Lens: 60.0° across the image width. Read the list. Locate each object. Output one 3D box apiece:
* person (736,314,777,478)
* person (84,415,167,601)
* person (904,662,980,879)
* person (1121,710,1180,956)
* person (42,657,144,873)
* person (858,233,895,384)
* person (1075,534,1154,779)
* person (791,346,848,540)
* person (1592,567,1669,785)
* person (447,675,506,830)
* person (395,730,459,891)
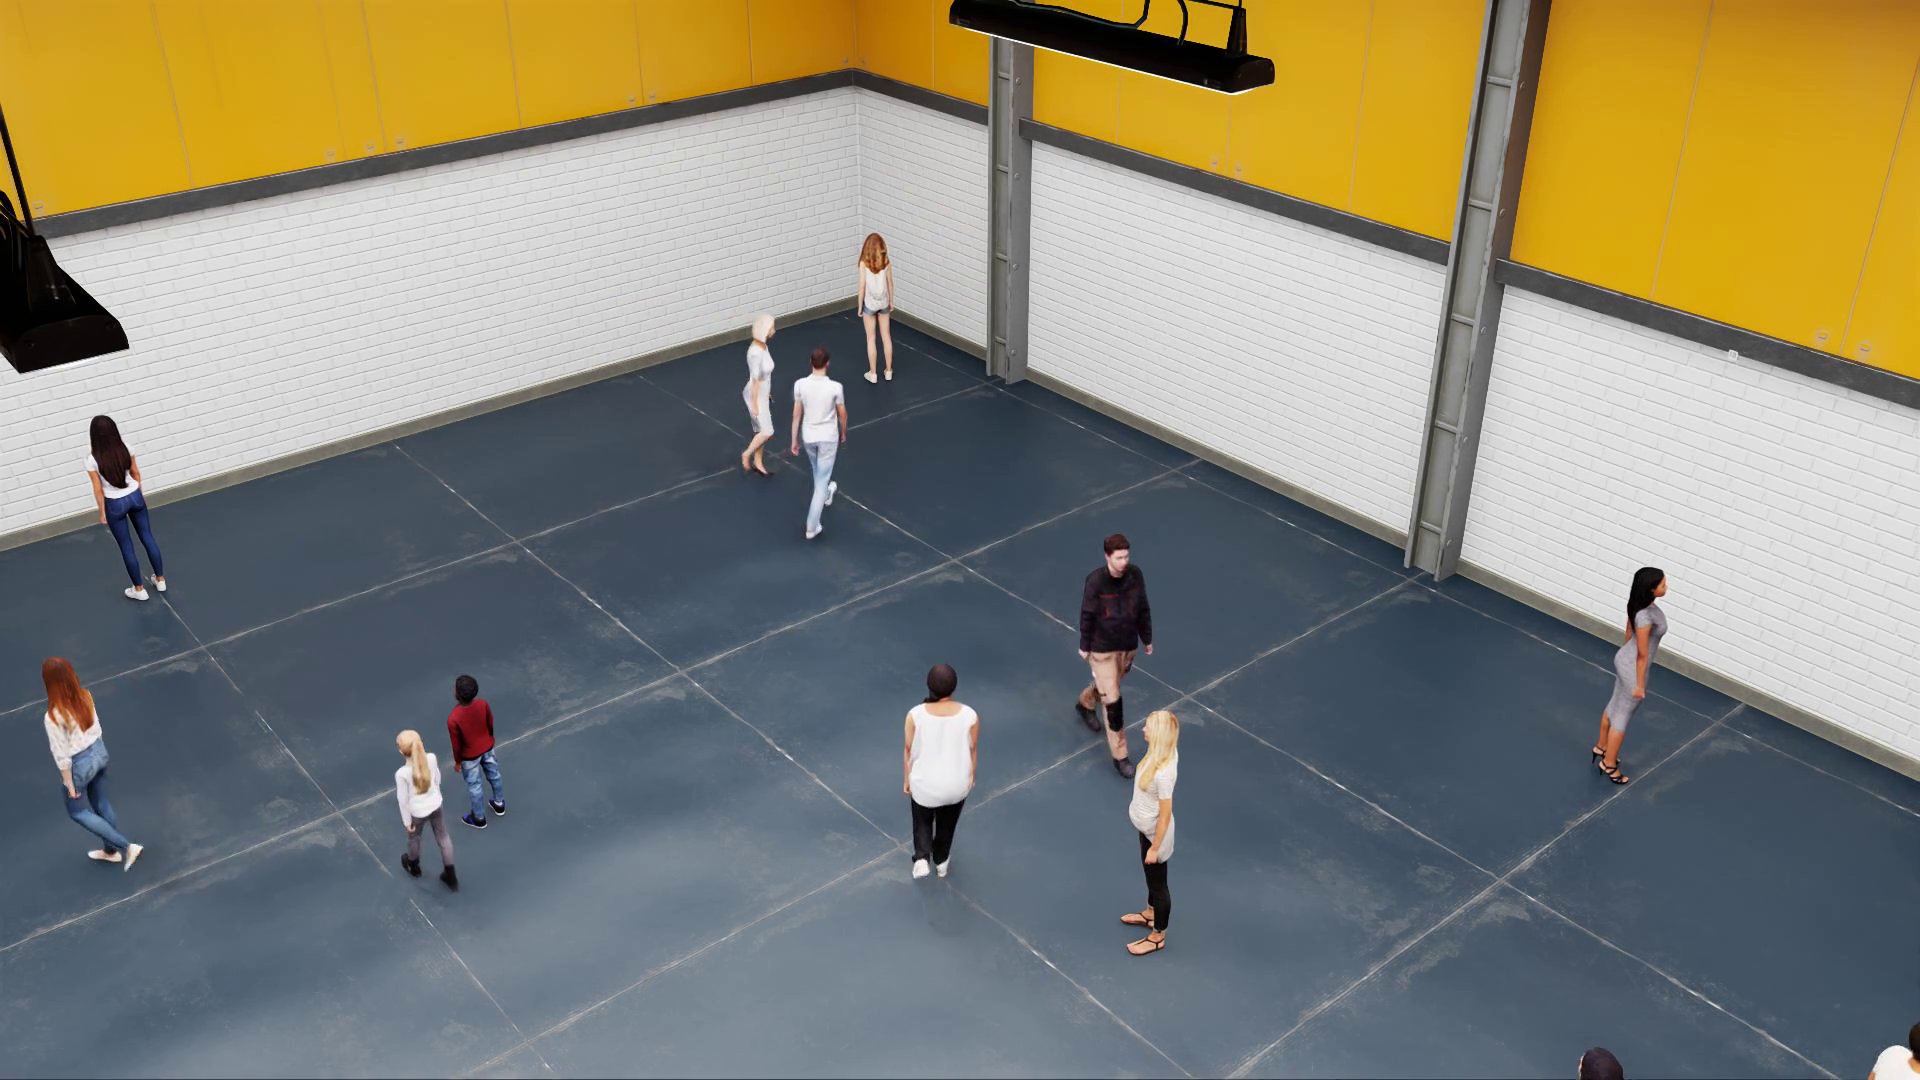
[{"bbox_3d":[-2.126,-1.439,16.906,0.867,1.719,0.805,4,29,8],"label":"person"},{"bbox_3d":[-7.406,-0.297,14.755,0.583,1.775,0.628,21,35,33],"label":"person"},{"bbox_3d":[-0.129,1.639,11.314,0.858,1.671,0.917,0,29,0],"label":"person"},{"bbox_3d":[1.269,1.867,10.733,0.736,1.827,0.654,-1,29,-1],"label":"person"},{"bbox_3d":[-5.939,1.562,11.408,0.936,1.716,0.822,9,30,15],"label":"person"},{"bbox_3d":[-0.960,-2.668,19.118,0.639,1.758,0.607,-11,30,-19],"label":"person"},{"bbox_3d":[1.130,0.775,12.675,0.906,1.884,1.302,-14,31,-23],"label":"person"},{"bbox_3d":[-1.352,-0.878,15.804,1.247,1.790,1.152,7,29,13],"label":"person"},{"bbox_3d":[4.992,0.989,12.391,0.704,1.781,0.665,6,29,10],"label":"person"},{"bbox_3d":[-3.492,1.505,11.992,0.537,1.256,0.540,21,35,34],"label":"person"},{"bbox_3d":[-3.613,1.856,11.346,0.514,1.259,0.758,-25,37,-38],"label":"person"}]
